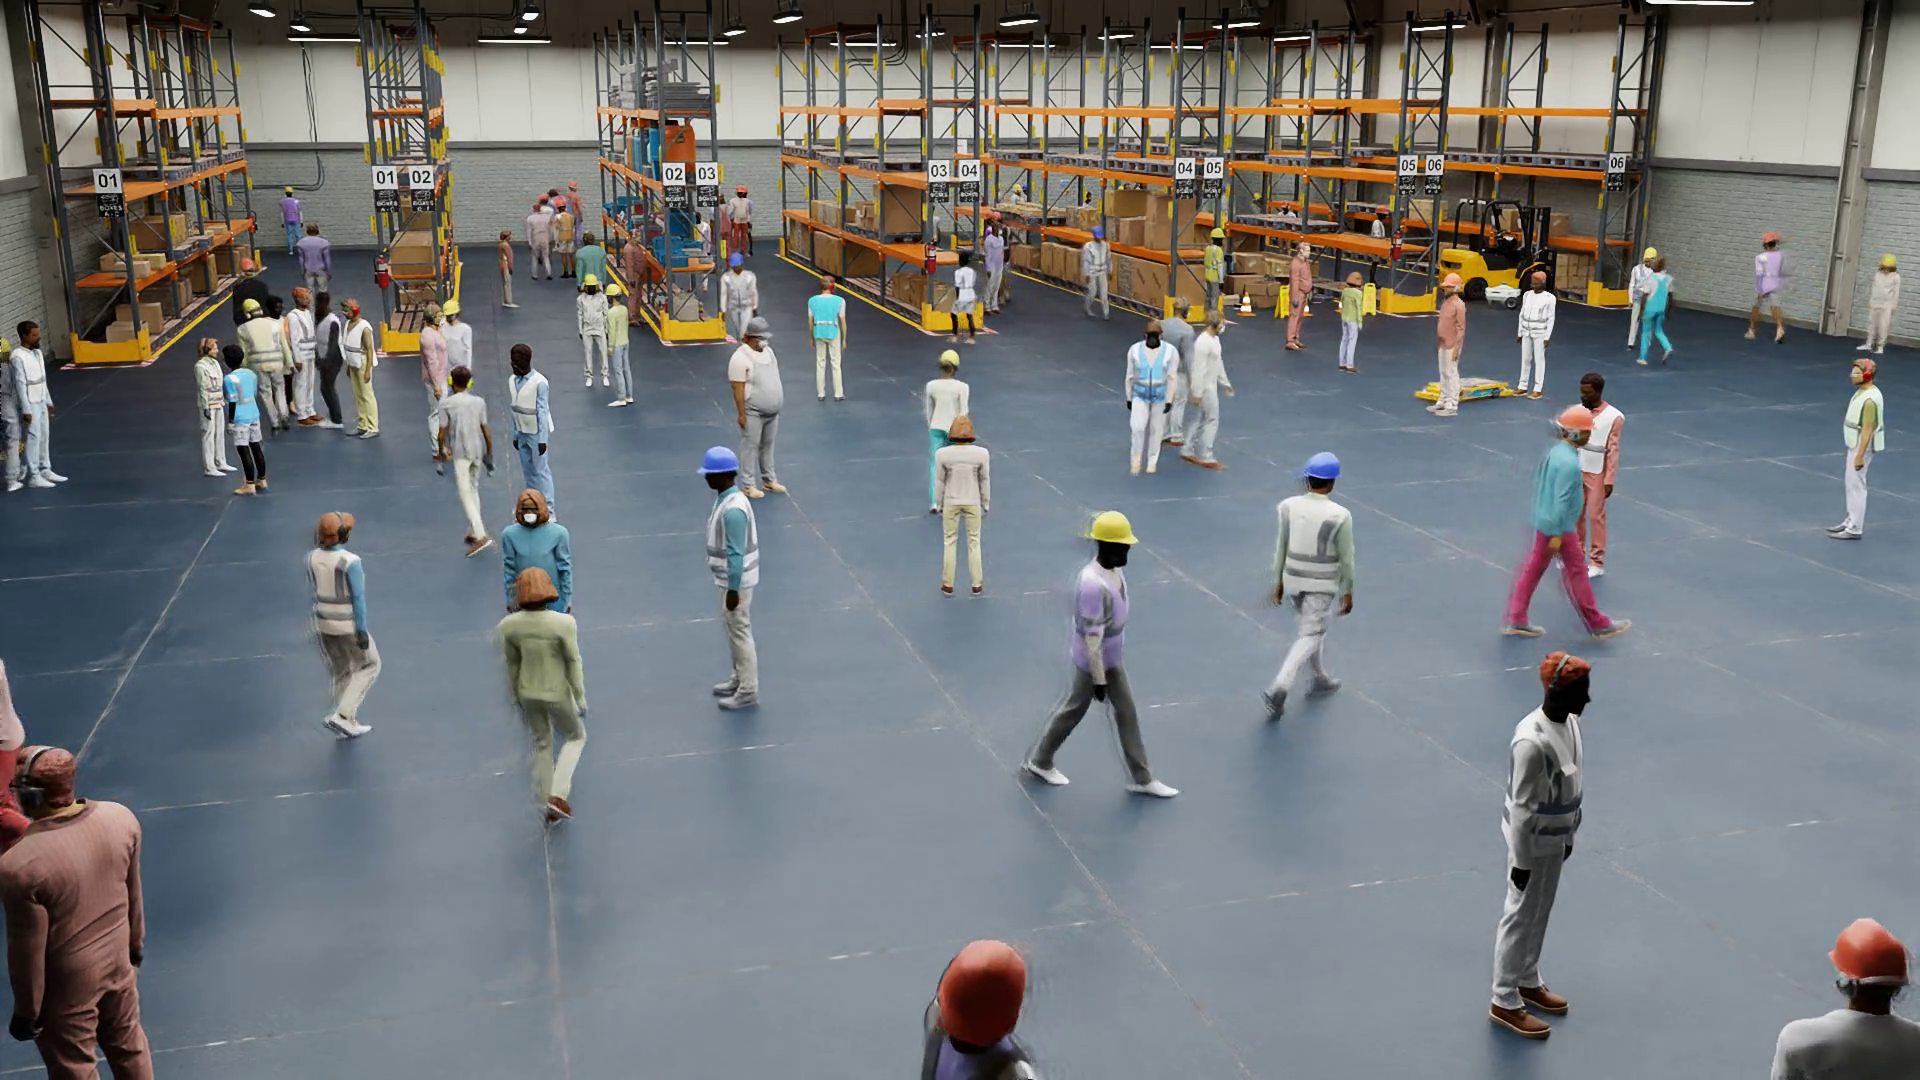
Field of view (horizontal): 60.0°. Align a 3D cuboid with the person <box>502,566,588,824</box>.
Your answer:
[{"bbox_3d":[-2.512,0.952,10.146,0.532,1.615,0.352,4,15,14],"label":"person"}]

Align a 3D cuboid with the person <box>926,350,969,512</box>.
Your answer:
[{"bbox_3d":[-0.117,-1.201,18.070,0.533,1.703,0.960,6,16,22],"label":"person"}]

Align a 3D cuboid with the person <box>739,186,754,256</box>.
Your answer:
[{"bbox_3d":[-6.085,-9.027,47.101,0.547,1.938,0.377,11,19,37],"label":"person"}]

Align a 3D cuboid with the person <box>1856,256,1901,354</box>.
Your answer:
[{"bbox_3d":[16.128,-4.130,29.122,0.434,1.702,0.640,-8,17,-26],"label":"person"}]

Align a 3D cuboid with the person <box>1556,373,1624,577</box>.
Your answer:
[{"bbox_3d":[5.889,-0.619,15.528,0.387,1.906,0.603,-8,17,-27],"label":"person"}]

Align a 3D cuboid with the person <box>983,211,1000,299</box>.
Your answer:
[{"bbox_3d":[0.702,-6.343,36.998,0.361,1.940,0.543,10,18,32],"label":"person"}]

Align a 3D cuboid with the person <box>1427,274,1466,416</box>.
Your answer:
[{"bbox_3d":[6.841,-2.740,23.349,0.413,1.985,0.663,-2,15,-9],"label":"person"}]

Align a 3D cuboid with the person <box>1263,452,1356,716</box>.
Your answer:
[{"bbox_3d":[2.520,0.315,12.025,0.947,1.911,0.613,-14,20,-42],"label":"person"}]

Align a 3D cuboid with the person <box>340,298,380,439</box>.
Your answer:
[{"bbox_3d":[-7.852,-2.251,21.795,0.563,1.837,0.389,14,20,42],"label":"person"}]

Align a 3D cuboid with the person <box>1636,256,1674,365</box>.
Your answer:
[{"bbox_3d":[11.585,-3.789,27.620,0.549,1.821,0.636,-2,15,-8],"label":"person"}]

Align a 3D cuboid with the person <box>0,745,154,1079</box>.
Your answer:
[{"bbox_3d":[-3.568,1.727,6.698,0.409,1.905,0.651,4,15,16],"label":"person"}]

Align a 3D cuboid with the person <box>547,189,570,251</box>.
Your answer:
[{"bbox_3d":[-11.678,-9.329,48.516,0.735,1.807,0.433,-10,18,-34],"label":"person"}]

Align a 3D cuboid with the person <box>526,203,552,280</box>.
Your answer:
[{"bbox_3d":[-10.314,-7.325,40.816,0.670,1.890,0.663,-9,18,-32],"label":"person"}]

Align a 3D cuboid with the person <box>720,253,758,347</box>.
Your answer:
[{"bbox_3d":[-3.724,-3.933,28.093,0.620,1.875,1.035,0,15,-1],"label":"person"}]

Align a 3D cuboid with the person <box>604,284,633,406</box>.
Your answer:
[{"bbox_3d":[-4.968,-2.816,24.061,0.321,1.767,0.533,4,15,15],"label":"person"}]

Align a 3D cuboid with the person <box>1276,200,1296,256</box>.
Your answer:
[{"bbox_3d":[8.572,-8.081,43.893,0.560,1.753,0.329,12,19,38],"label":"person"}]

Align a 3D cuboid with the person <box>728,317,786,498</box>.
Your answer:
[{"bbox_3d":[-2.231,-1.491,18.547,0.535,2.000,0.685,9,17,31],"label":"person"}]

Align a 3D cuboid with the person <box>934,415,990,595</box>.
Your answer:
[{"bbox_3d":[0.020,-0.309,14.895,0.502,1.627,0.273,-1,15,-3],"label":"person"}]

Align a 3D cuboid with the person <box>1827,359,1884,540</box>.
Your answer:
[{"bbox_3d":[9.078,-0.909,16.748,0.387,1.838,0.573,6,16,21],"label":"person"}]

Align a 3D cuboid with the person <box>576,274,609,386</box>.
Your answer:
[{"bbox_3d":[-5.660,-3.241,25.718,0.484,1.736,0.322,-2,15,-8],"label":"person"}]

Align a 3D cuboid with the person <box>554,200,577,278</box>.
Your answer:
[{"bbox_3d":[-9.806,-7.455,41.235,0.546,1.921,0.419,-14,20,-42],"label":"person"}]

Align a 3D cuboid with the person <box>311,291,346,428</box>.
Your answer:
[{"bbox_3d":[-8.497,-2.422,22.384,0.462,1.873,0.631,-13,20,-40],"label":"person"}]

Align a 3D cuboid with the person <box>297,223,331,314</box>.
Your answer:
[{"bbox_3d":[-12.963,-5.396,33.467,0.623,1.932,0.366,-3,15,-10],"label":"person"}]

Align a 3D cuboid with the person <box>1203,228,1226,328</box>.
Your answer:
[{"bbox_3d":[4.932,-5.062,32.202,0.370,1.929,0.585,-6,16,-20],"label":"person"}]

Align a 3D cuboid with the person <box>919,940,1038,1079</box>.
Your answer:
[{"bbox_3d":[0.012,2.102,5.129,0.581,1.995,0.650,-6,16,-21],"label":"person"}]

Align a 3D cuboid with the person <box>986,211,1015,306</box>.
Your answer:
[{"bbox_3d":[0.844,-6.026,35.658,0.654,2.017,0.474,-7,16,-25],"label":"person"}]

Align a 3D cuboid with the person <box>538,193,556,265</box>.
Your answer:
[{"bbox_3d":[-11.031,-8.238,44.180,0.551,1.916,0.589,2,15,7],"label":"person"}]

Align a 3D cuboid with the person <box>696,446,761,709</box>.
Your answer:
[{"bbox_3d":[-1.677,0.266,12.142,0.429,1.937,0.628,-4,15,-13],"label":"person"}]

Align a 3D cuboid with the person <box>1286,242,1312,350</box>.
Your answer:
[{"bbox_3d":[6.031,-4.316,29.469,0.397,1.897,0.637,7,16,25],"label":"person"}]

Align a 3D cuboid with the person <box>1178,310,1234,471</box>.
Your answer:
[{"bbox_3d":[2.930,-1.807,20.004,0.591,1.913,0.645,5,16,17],"label":"person"}]

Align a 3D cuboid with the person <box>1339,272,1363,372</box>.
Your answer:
[{"bbox_3d":[6.374,-3.549,27.091,0.287,1.629,0.501,-6,16,-22],"label":"person"}]

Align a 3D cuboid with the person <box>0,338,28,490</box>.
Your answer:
[{"bbox_3d":[-10.899,-1.465,19.098,0.498,1.700,0.828,-1,15,-5],"label":"person"}]

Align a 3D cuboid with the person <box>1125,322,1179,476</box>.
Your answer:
[{"bbox_3d":[2.241,-1.645,19.555,0.627,1.815,0.706,2,15,9],"label":"person"}]

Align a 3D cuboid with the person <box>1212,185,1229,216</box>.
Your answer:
[{"bbox_3d":[7.760,-9.539,49.117,0.703,1.902,0.410,13,20,40],"label":"person"}]

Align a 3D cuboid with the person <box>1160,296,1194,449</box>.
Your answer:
[{"bbox_3d":[2.743,-2.128,21.157,0.370,1.933,0.638,-9,17,-30],"label":"person"}]

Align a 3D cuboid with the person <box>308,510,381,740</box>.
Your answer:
[{"bbox_3d":[-4.257,0.603,11.455,0.525,1.620,0.393,8,17,29],"label":"person"}]

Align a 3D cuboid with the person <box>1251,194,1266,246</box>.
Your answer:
[{"bbox_3d":[8.554,-9.103,47.840,0.597,1.692,0.742,12,19,38],"label":"person"}]
